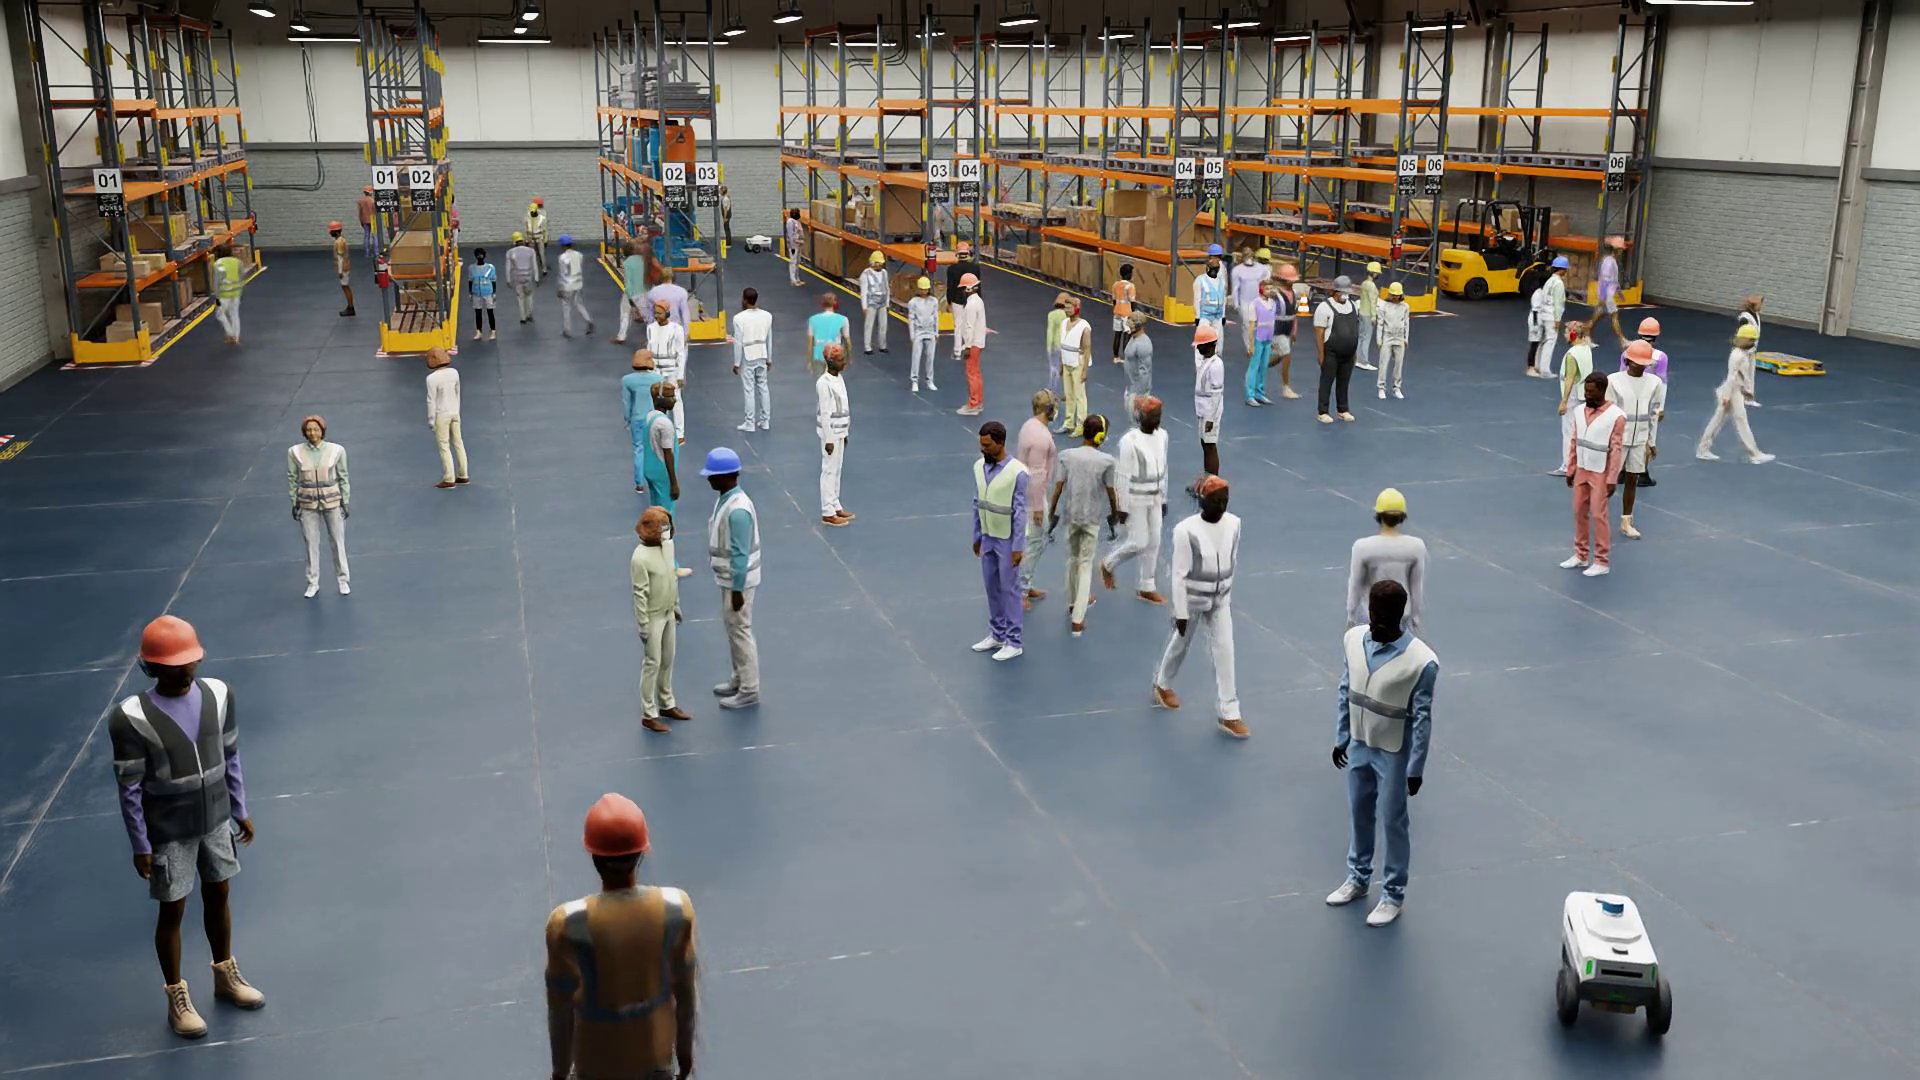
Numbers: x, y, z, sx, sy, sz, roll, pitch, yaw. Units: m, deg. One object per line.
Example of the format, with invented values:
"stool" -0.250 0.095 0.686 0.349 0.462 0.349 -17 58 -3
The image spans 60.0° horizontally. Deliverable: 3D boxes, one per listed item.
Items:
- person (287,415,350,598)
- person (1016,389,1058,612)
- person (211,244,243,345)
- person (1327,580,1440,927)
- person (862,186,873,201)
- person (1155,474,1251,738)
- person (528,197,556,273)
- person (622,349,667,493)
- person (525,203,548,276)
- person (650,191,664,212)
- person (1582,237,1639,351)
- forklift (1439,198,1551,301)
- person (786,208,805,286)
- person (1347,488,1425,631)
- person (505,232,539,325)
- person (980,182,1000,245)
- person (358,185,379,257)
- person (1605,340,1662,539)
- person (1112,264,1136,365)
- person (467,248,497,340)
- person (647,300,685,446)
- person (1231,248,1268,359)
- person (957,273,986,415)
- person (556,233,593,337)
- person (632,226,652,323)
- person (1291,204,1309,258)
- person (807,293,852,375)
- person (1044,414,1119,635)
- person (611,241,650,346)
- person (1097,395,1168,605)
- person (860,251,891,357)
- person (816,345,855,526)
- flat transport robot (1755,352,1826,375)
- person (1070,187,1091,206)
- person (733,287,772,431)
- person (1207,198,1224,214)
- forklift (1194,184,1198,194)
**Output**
"person" -5.709 -0.307 14.854 0.514 1.645 0.309 -4 15 -15
"person" 0.630 -0.360 14.527 0.466 1.918 0.676 -1 15 -5
"person" -13.187 -4.411 29.945 0.452 1.823 0.649 9 17 30
"person" 2.280 1.122 8.973 0.397 1.911 0.587 -11 18 -35
"person" -2.702 -9.541 49.196 0.513 1.862 0.323 10 18 33
"person" 1.697 0.418 11.785 0.589 1.834 1.011 -7 16 -24
"person" -10.815 -7.802 42.509 1.032 1.941 0.622 7 16 23
"person" -3.546 -1.341 18.765 0.501 1.631 0.287 -2 15 -6
"person" -10.607 -7.512 41.628 0.598 1.824 0.403 2 15 9
"person" -8.337 -8.764 46.160 0.595 1.916 0.397 13 19 40
"person" 11.565 -4.349 29.402 1.038 1.982 0.613 5 16 19
"forklift" 11.913 -6.508 37.130 2.313 2.155 1.214 -4 15 -15
"person" -3.898 -6.965 39.530 0.429 1.844 0.626 2 15 9
"person" 2.966 0.513 11.571 0.529 1.749 0.641 -1 15 -3
"person" -8.681 -5.185 32.890 0.624 1.805 0.727 -6 16 -23
"person" 0.814 -9.680 49.571 0.592 1.932 0.633 -6 16 -23
"person" -16.525 -8.929 46.622 0.626 1.992 0.387 3 15 12
"person" 6.730 -1.007 16.740 0.605 2.035 0.385 -1 15 -2
"person" 2.742 -3.745 27.697 0.320 1.692 0.532 -11 18 -35
"person" -8.791 -4.528 30.626 0.541 1.700 0.315 0 15 1
"person" -3.760 -2.130 21.264 0.574 1.880 0.358 8 17 27
"person" 4.926 -3.998 28.236 0.653 1.907 0.607 -1 15 -4
"person" 0.160 -2.768 23.470 0.410 1.981 0.627 3 15 10
"person" -7.230 -4.736 30.968 0.643 1.925 0.624 9 17 30
"person" -6.313 -5.289 33.129 0.401 1.893 0.654 5 16 18
"person" 8.822 -7.855 43.045 0.349 1.761 0.528 -10 18 -33
"person" -1.757 -2.464 22.685 0.555 1.784 0.949 6 16 21
"person" 1.034 -0.160 13.957 0.596 1.819 0.825 6 16 21
"person" -5.826 -4.425 29.884 0.987 1.894 0.617 7 17 26
"person" 1.571 -0.365 14.653 0.583 1.865 0.579 -14 20 -43
"person" -1.446 -4.072 28.693 0.604 1.823 0.403 -13 20 -40
"person" -1.308 -1.095 17.362 0.355 1.882 0.575 3 15 10
"flat transport robot" 13.418 -2.908 27.272 0.652 0.197 1.431 -3 15 -13
"person" 3.605 -9.683 49.865 0.618 1.801 0.951 0 15 0
"person" -2.765 -2.415 22.255 0.596 1.921 0.386 -13 19 -40
"person" 7.913 -10.068 51.498 0.532 1.690 0.319 1 15 5
"forklift" 7.392 -11.333 53.972 1.873 2.768 1.129 -4 15 -15
